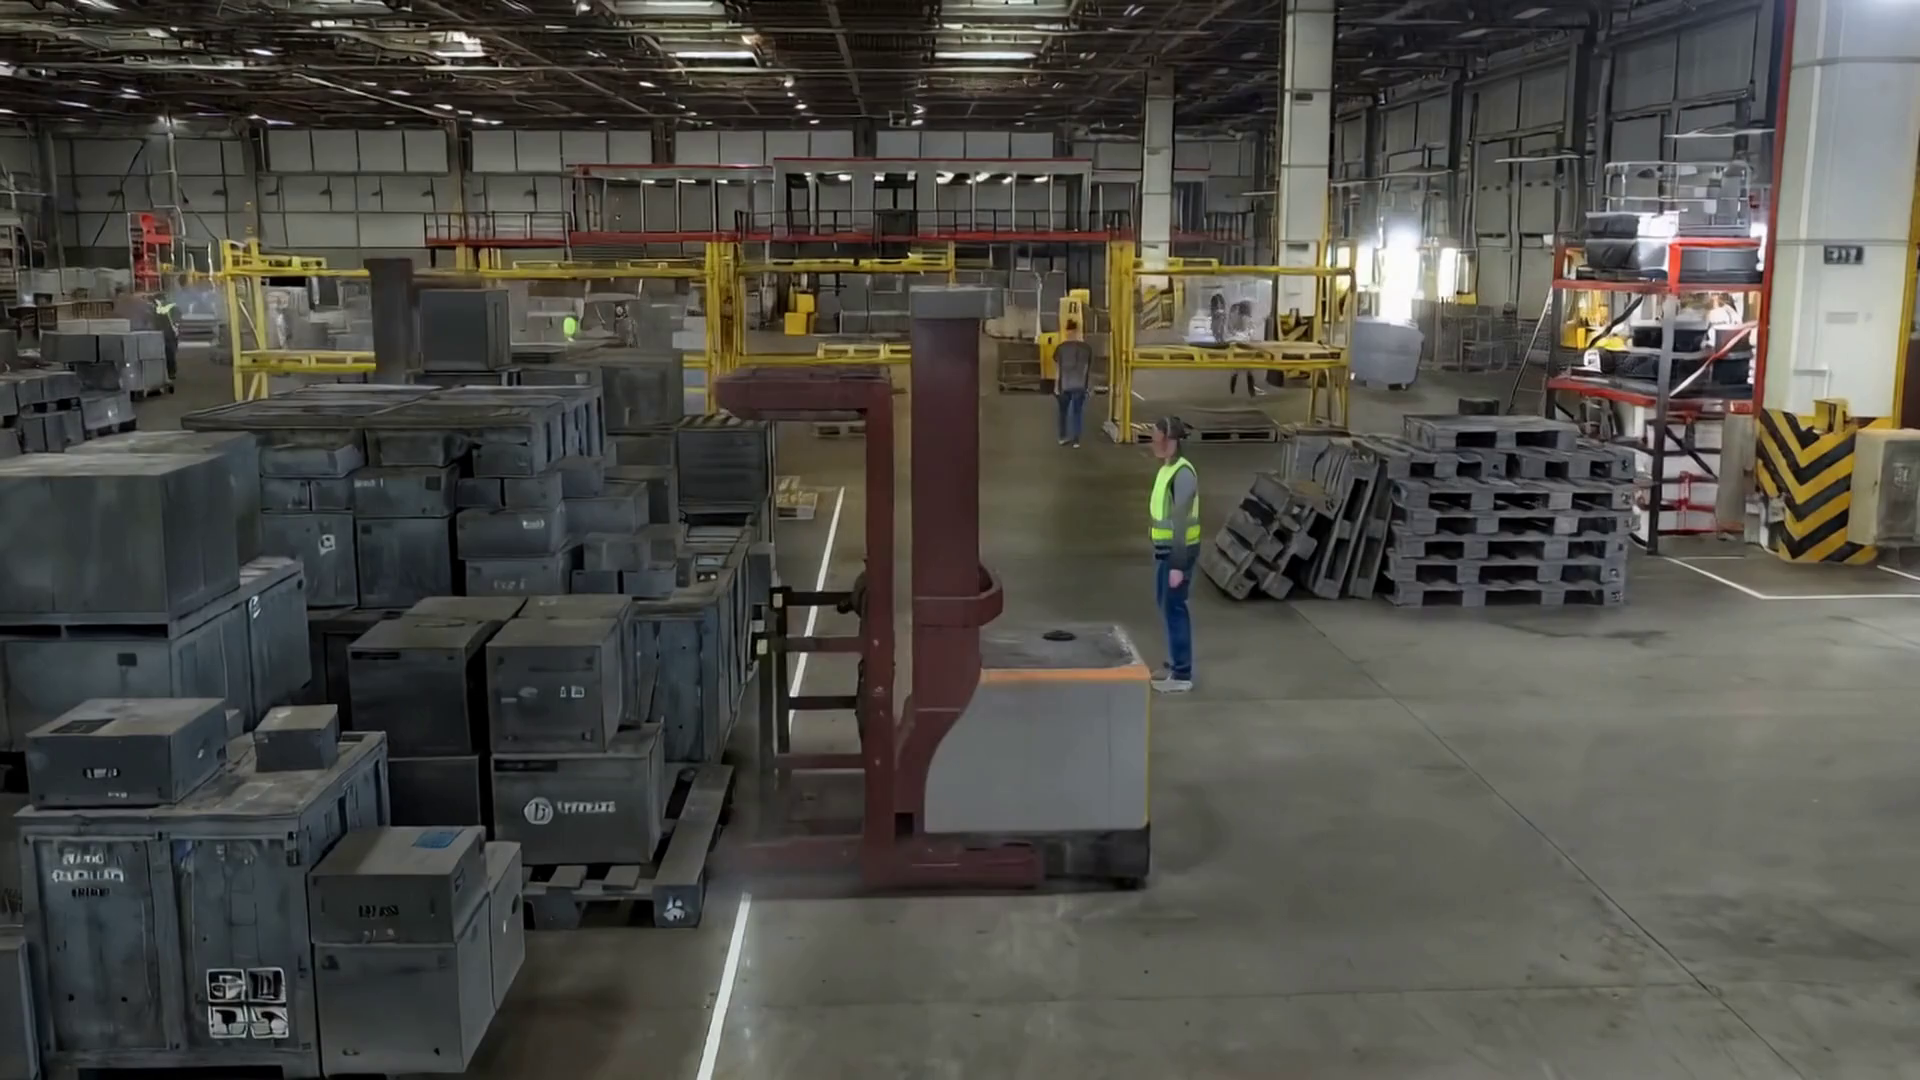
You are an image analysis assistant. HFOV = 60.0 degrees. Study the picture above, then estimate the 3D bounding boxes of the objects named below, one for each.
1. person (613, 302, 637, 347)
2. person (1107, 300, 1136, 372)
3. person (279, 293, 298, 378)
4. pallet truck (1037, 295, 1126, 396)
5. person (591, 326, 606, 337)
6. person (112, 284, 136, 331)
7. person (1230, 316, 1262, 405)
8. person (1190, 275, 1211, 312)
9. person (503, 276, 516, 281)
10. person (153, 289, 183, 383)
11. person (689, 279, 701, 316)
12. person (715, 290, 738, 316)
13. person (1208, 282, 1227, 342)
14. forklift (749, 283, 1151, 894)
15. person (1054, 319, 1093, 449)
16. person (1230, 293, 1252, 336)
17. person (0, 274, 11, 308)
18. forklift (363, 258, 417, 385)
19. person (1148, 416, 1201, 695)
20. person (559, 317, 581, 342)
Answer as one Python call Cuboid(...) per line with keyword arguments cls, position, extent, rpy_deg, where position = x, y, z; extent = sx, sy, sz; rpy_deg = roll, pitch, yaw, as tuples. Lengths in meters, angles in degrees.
Cuboid(cls="person", position=(-6.701, -3.846, 33.297), extent=(0.521, 1.851, 0.786), rpy_deg=(2, 10, 14))
Cuboid(cls="person", position=(3.657, -4.673, 38.309), extent=(0.891, 1.698, 0.493), rpy_deg=(1, 10, 4))
Cuboid(cls="person", position=(-15.063, -4.553, 37.165), extent=(0.363, 1.888, 0.771), rpy_deg=(1, 10, 5))
Cuboid(cls="pallet truck", position=(2.483, -3.881, 33.060), extent=(1.885, 1.965, 0.823), rpy_deg=(-7, 13, -36))
Cuboid(cls="person", position=(-4.890, -1.935, 22.487), extent=(0.596, 1.907, 0.412), rpy_deg=(2, 10, 12))
Cuboid(cls="person", position=(-21.168, -5.446, 41.859), extent=(0.641, 1.961, 0.873), rpy_deg=(7, 12, 33))
Cuboid(cls="person", position=(5.284, -3.324, 30.877), extent=(0.554, 1.655, 0.825), rpy_deg=(-5, 11, -26))
Cuboid(cls="person", position=(10.397, -10.681, 71.139), extent=(1.036, 1.944, 0.640), rpy_deg=(4, 11, 23))
Cuboid(cls="person", position=(-19.543, -10.831, 72.163), extent=(0.584, 1.865, 0.741), rpy_deg=(-6, 12, -31))
Cuboid(cls="person", position=(-17.036, -4.354, 35.574), extent=(0.699, 2.000, 0.680), rpy_deg=(4, 11, 23))
Cuboid(cls="person", position=(-8.289, -7.098, 51.260), extent=(0.553, 1.907, 0.932), rpy_deg=(-6, 12, -29))
Cuboid(cls="person", position=(-5.283, -4.701, 37.817), extent=(0.654, 1.926, 0.440), rpy_deg=(6, 12, 30))
Cuboid(cls="person", position=(7.046, -6.067, 45.414), extent=(0.465, 1.929, 0.640), rpy_deg=(9, 14, 42))
Cuboid(cls="forklift", position=(-0.055, 0.174, 8.009), extent=(1.873, 2.768, 1.129), rpy_deg=(0, 10, -2))
Cuboid(cls="person", position=(1.648, -2.324, 24.685), extent=(0.605, 1.887, 0.896), rpy_deg=(-2, 10, -11))
Cuboid(cls="person", position=(6.876, -5.174, 40.845), extent=(0.639, 1.794, 0.986), rpy_deg=(-5, 11, -26))
Cuboid(cls="person", position=(-37.977, -9.786, 66.011), extent=(0.617, 1.997, 1.064), rpy_deg=(-4, 11, -20))
Cuboid(cls="forklift", position=(-7.215, -2.199, 21.230), extent=(1.873, 2.768, 1.129), rpy_deg=(0, 10, -2))
Cuboid(cls="person", position=(1.440, 0.102, 11.202), extent=(0.348, 1.882, 0.585), rpy_deg=(-1, 10, -4))
Cuboid(cls="person", position=(-6.213, -2.632, 26.593), extent=(0.520, 1.830, 0.515), rpy_deg=(7, 12, 32))
